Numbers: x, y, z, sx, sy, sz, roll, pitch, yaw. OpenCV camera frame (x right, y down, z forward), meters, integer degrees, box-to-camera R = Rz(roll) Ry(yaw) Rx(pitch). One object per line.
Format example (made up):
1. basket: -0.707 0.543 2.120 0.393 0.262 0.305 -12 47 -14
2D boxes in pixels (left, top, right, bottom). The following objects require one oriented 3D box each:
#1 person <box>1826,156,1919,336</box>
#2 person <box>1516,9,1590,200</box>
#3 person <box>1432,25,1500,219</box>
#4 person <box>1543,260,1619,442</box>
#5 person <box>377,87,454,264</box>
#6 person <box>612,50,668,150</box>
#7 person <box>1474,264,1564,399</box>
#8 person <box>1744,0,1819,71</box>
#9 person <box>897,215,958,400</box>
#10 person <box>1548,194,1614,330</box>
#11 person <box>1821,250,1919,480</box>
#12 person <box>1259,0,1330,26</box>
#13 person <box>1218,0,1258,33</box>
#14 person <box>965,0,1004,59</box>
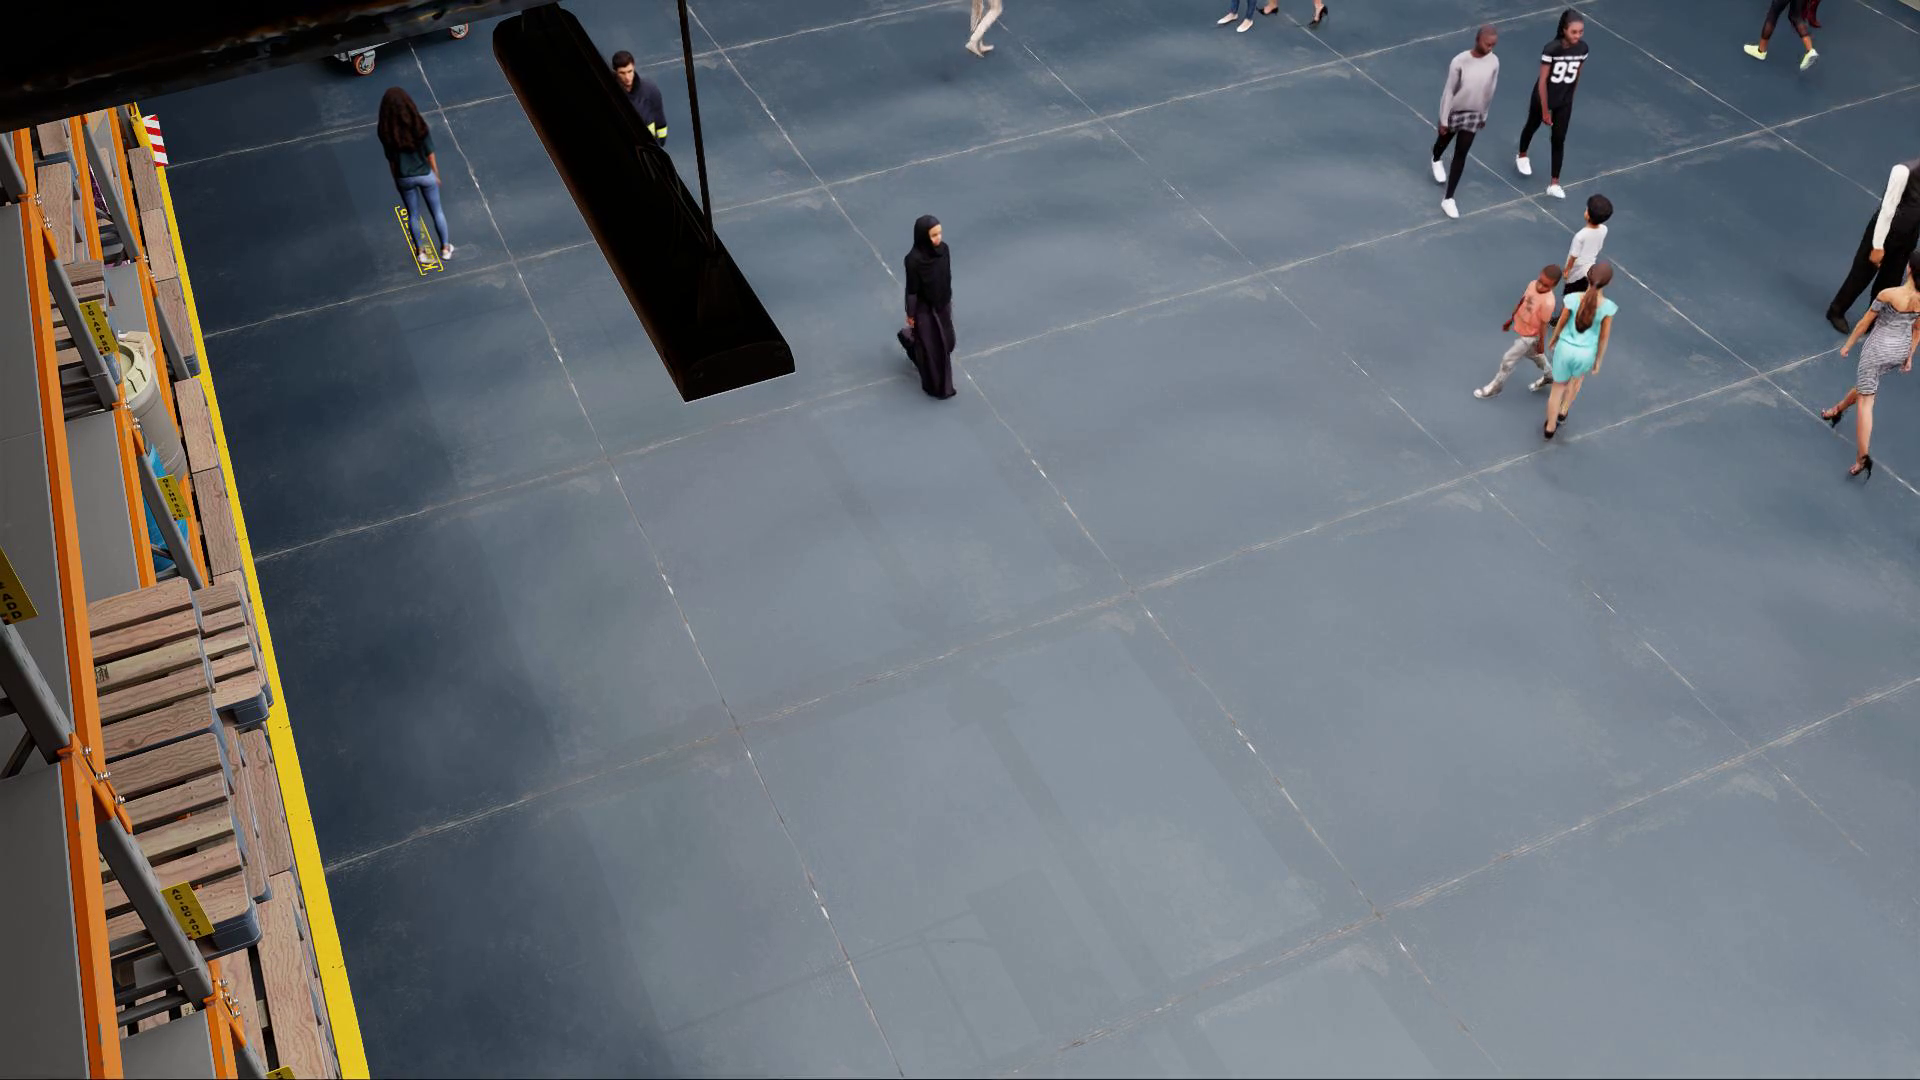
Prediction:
1. person: 7.598 -2.547 13.600 0.749 1.921 0.837 -14 45 -14
2. person: 5.421 -4.093 15.392 0.858 1.688 1.189 -4 44 -4
3. person: 4.545 -3.930 15.192 0.974 1.728 1.245 1 44 1
4. person: 4.686 -1.396 12.666 0.752 1.543 0.813 14 45 14
5. person: -4.741 -3.170 14.476 0.632 1.613 0.637 -9 44 -10
6. person: -2.871 -3.453 14.583 0.845 1.877 1.224 -14 45 -14
7. person: 4.569 -1.662 13.130 0.785 1.287 0.910 -1 44 -1
8. person: 8.633 -5.635 16.978 0.561 1.732 0.995 -19 47 -19
9. person: -0.296 -1.894 13.147 0.797 1.601 1.010 -33 53 -30
10. person: 5.174 -2.296 13.816 0.486 1.260 0.481 -19 47 -19
11. person: 6.885 -1.273 12.370 0.874 1.773 1.175 -2 44 -2
12. person: 3.679 -6.245 17.704 1.086 1.614 0.943 16 46 16
13. person: 3.055 -6.277 17.655 0.697 1.728 0.537 -33 52 -29
14. person: 0.163 -5.724 17.102 0.787 1.690 0.734 -32 52 -29
